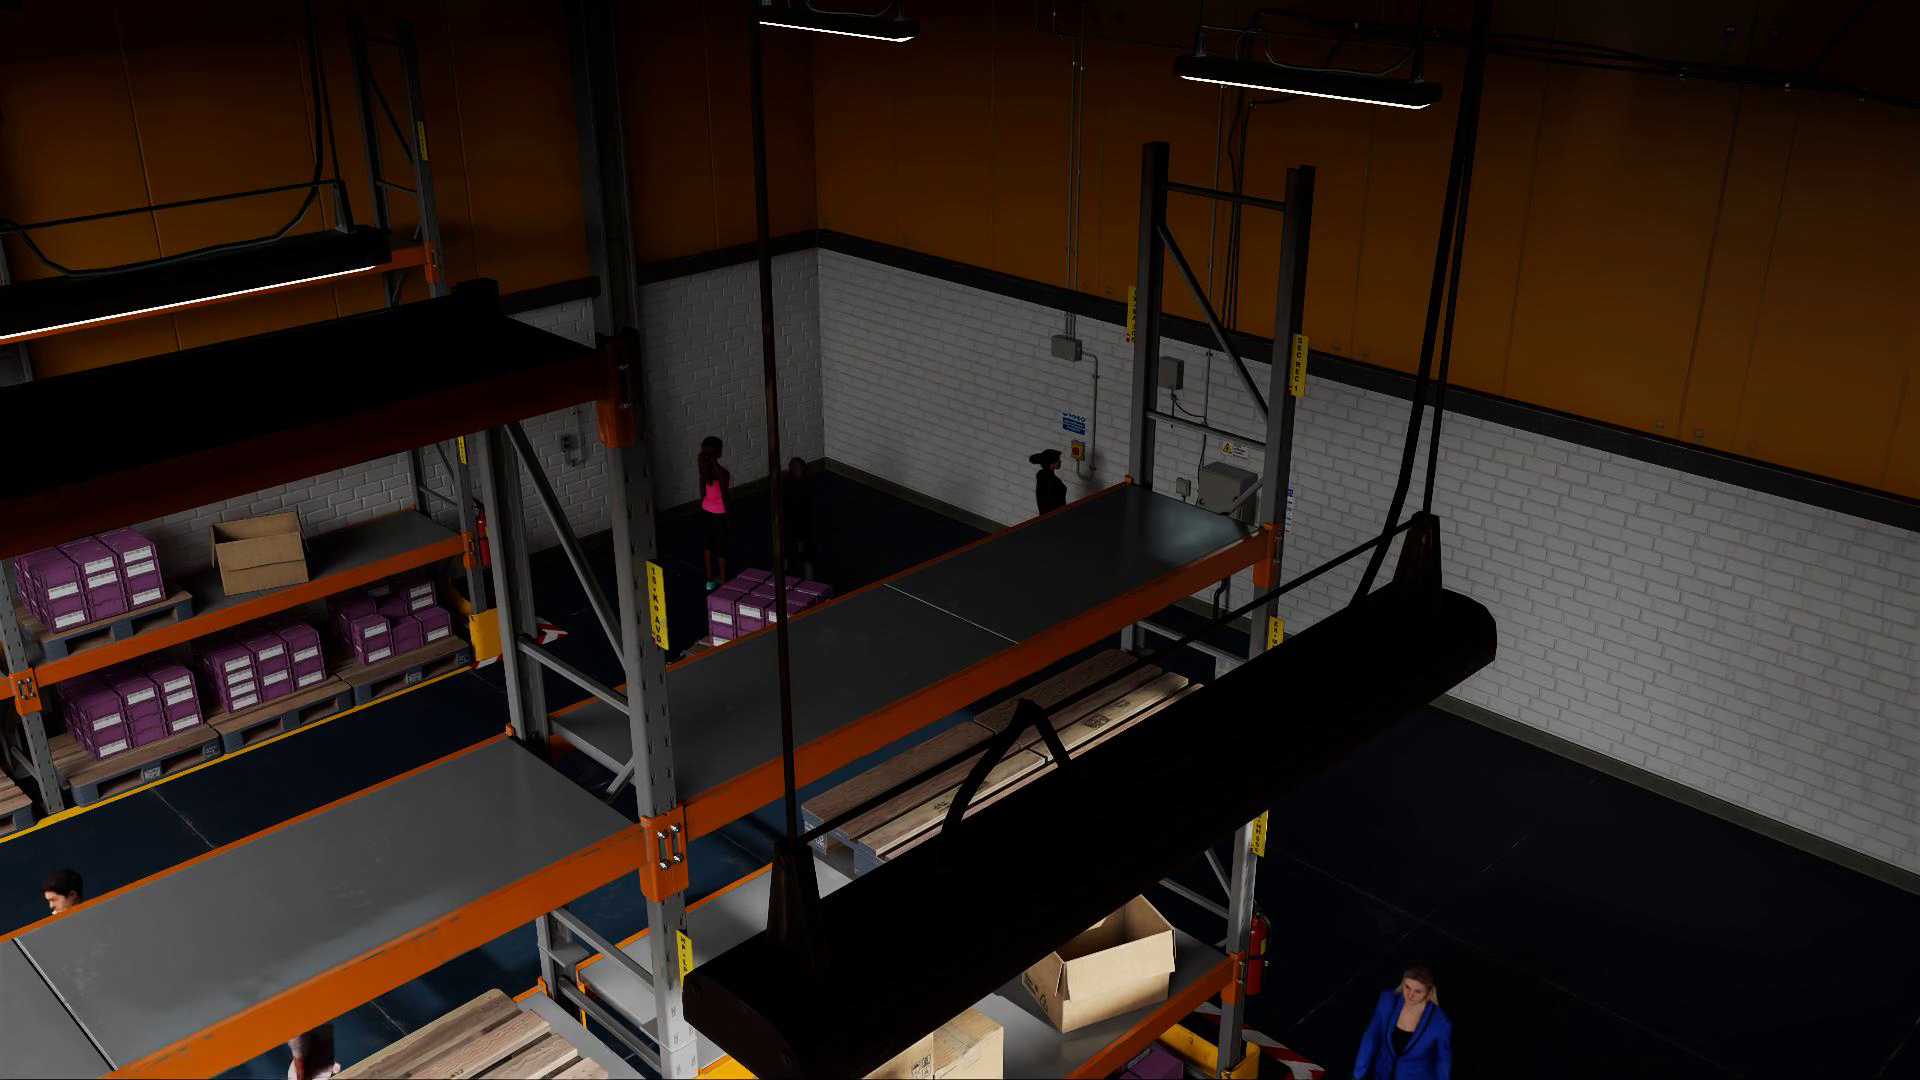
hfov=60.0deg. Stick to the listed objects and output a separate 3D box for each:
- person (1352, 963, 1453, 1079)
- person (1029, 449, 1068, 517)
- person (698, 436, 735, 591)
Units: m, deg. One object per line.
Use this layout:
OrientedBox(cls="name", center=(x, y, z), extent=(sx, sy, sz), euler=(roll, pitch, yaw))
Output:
OrientedBox(cls="person", center=(2.643, 3.117, 9.717), extent=(0.717, 1.681, 0.654), euler=(-21, 31, -40))
OrientedBox(cls="person", center=(0.931, -0.172, 17.293), extent=(0.752, 1.639, 0.696), euler=(-6, 24, -14))
OrientedBox(cls="person", center=(-2.566, -0.271, 17.411), extent=(0.549, 1.726, 0.549), euler=(20, 31, 38))
